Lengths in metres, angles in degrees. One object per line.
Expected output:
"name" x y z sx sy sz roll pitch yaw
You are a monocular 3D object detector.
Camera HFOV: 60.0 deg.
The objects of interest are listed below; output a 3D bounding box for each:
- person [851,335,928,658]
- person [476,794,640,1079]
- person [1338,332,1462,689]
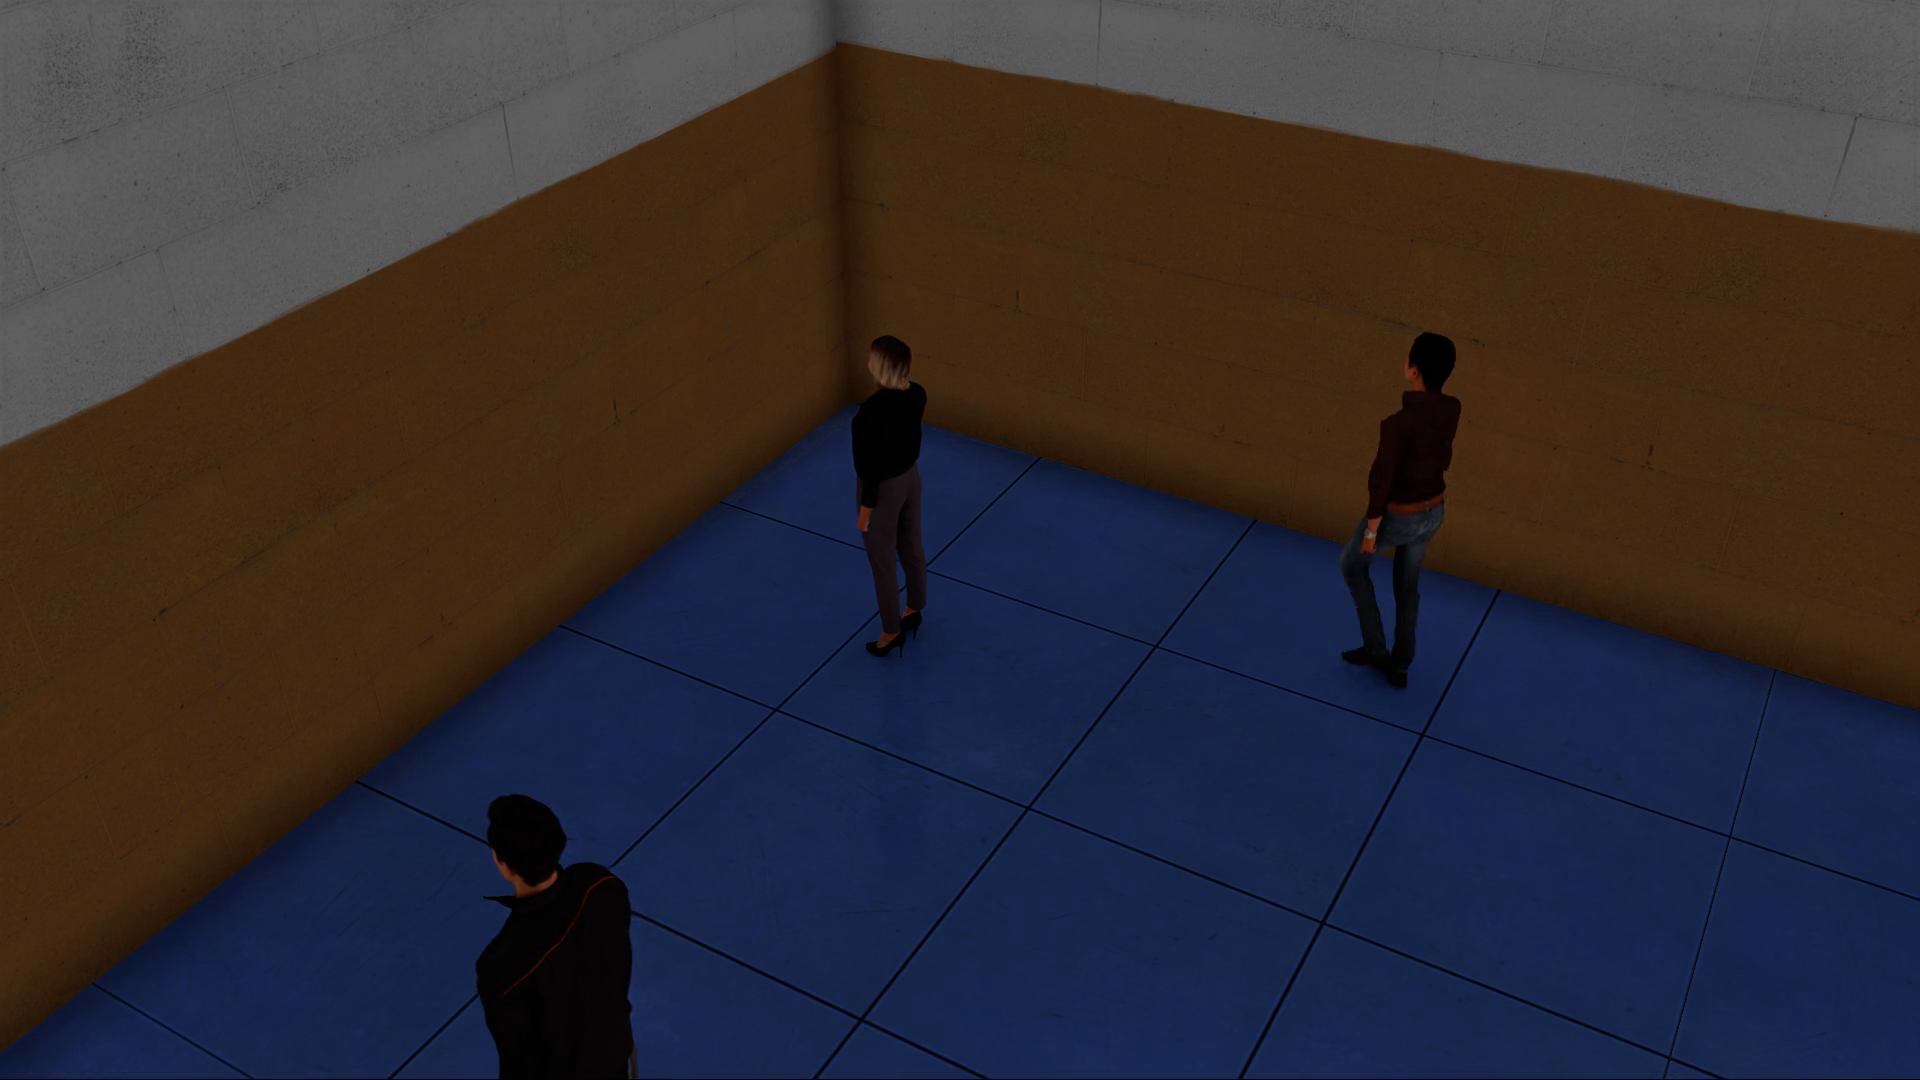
"person" -0.313 -0.189 7.731 0.665 1.671 0.470 20 39 27
"person" -1.139 1.520 4.915 0.769 1.944 0.537 16 37 22
"person" 2.055 -0.062 7.456 0.724 1.765 0.837 -19 38 -26
